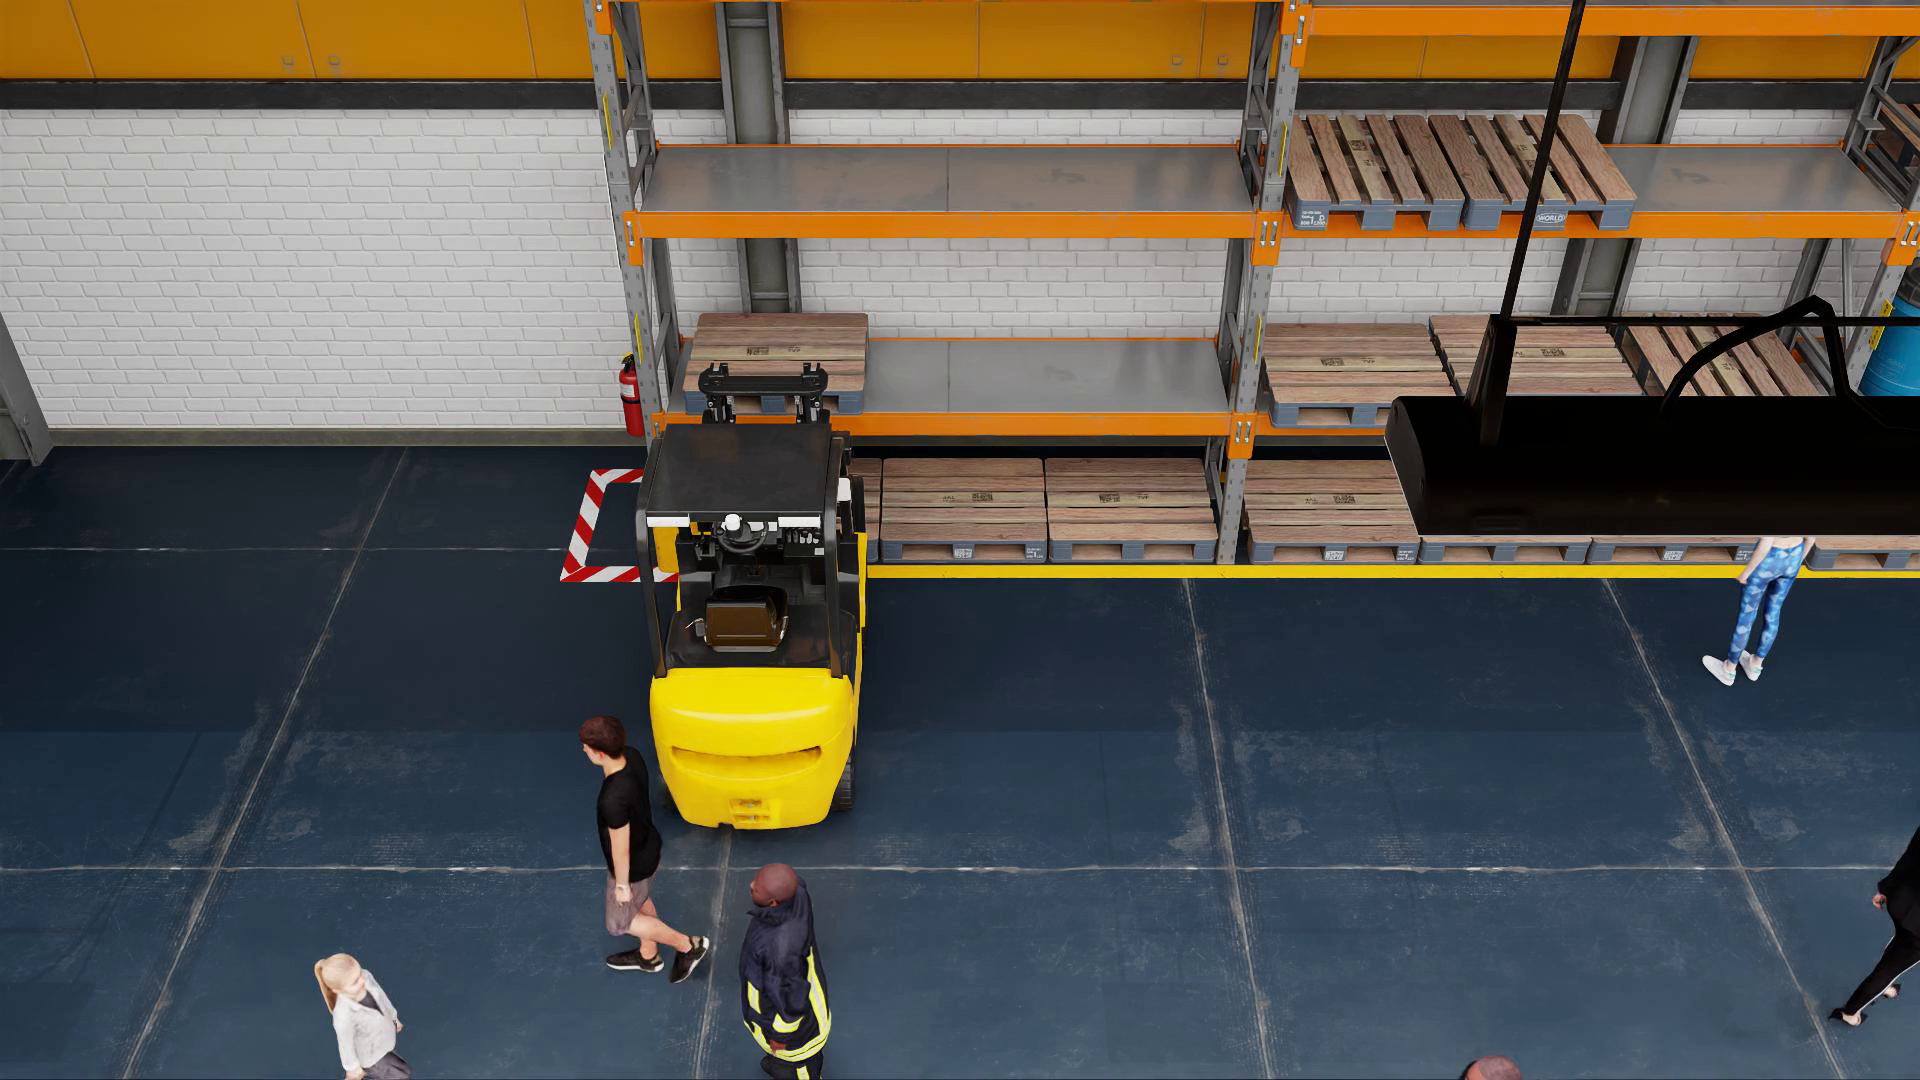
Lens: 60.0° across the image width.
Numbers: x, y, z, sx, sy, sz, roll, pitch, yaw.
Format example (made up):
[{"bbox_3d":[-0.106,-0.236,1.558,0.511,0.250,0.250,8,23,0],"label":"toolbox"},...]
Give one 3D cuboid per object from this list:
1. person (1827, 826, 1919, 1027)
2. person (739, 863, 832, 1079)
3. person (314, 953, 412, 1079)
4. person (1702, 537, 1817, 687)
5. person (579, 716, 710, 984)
[{"bbox_3d":[4.778,1.956,8.437,0.832,1.685,0.765,-10,40,-13],"label":"person"},{"bbox_3d":[-0.834,2.172,8.057,0.650,1.823,0.738,-1,39,-2],"label":"person"},{"bbox_3d":[-2.952,2.457,8.160,0.869,1.248,0.540,3,39,3],"label":"person"},{"bbox_3d":[5.164,0.191,10.565,0.589,1.788,0.675,-7,39,-9],"label":"person"},{"bbox_3d":[-1.630,1.648,8.696,0.820,1.844,0.690,-2,39,-3],"label":"person"}]
